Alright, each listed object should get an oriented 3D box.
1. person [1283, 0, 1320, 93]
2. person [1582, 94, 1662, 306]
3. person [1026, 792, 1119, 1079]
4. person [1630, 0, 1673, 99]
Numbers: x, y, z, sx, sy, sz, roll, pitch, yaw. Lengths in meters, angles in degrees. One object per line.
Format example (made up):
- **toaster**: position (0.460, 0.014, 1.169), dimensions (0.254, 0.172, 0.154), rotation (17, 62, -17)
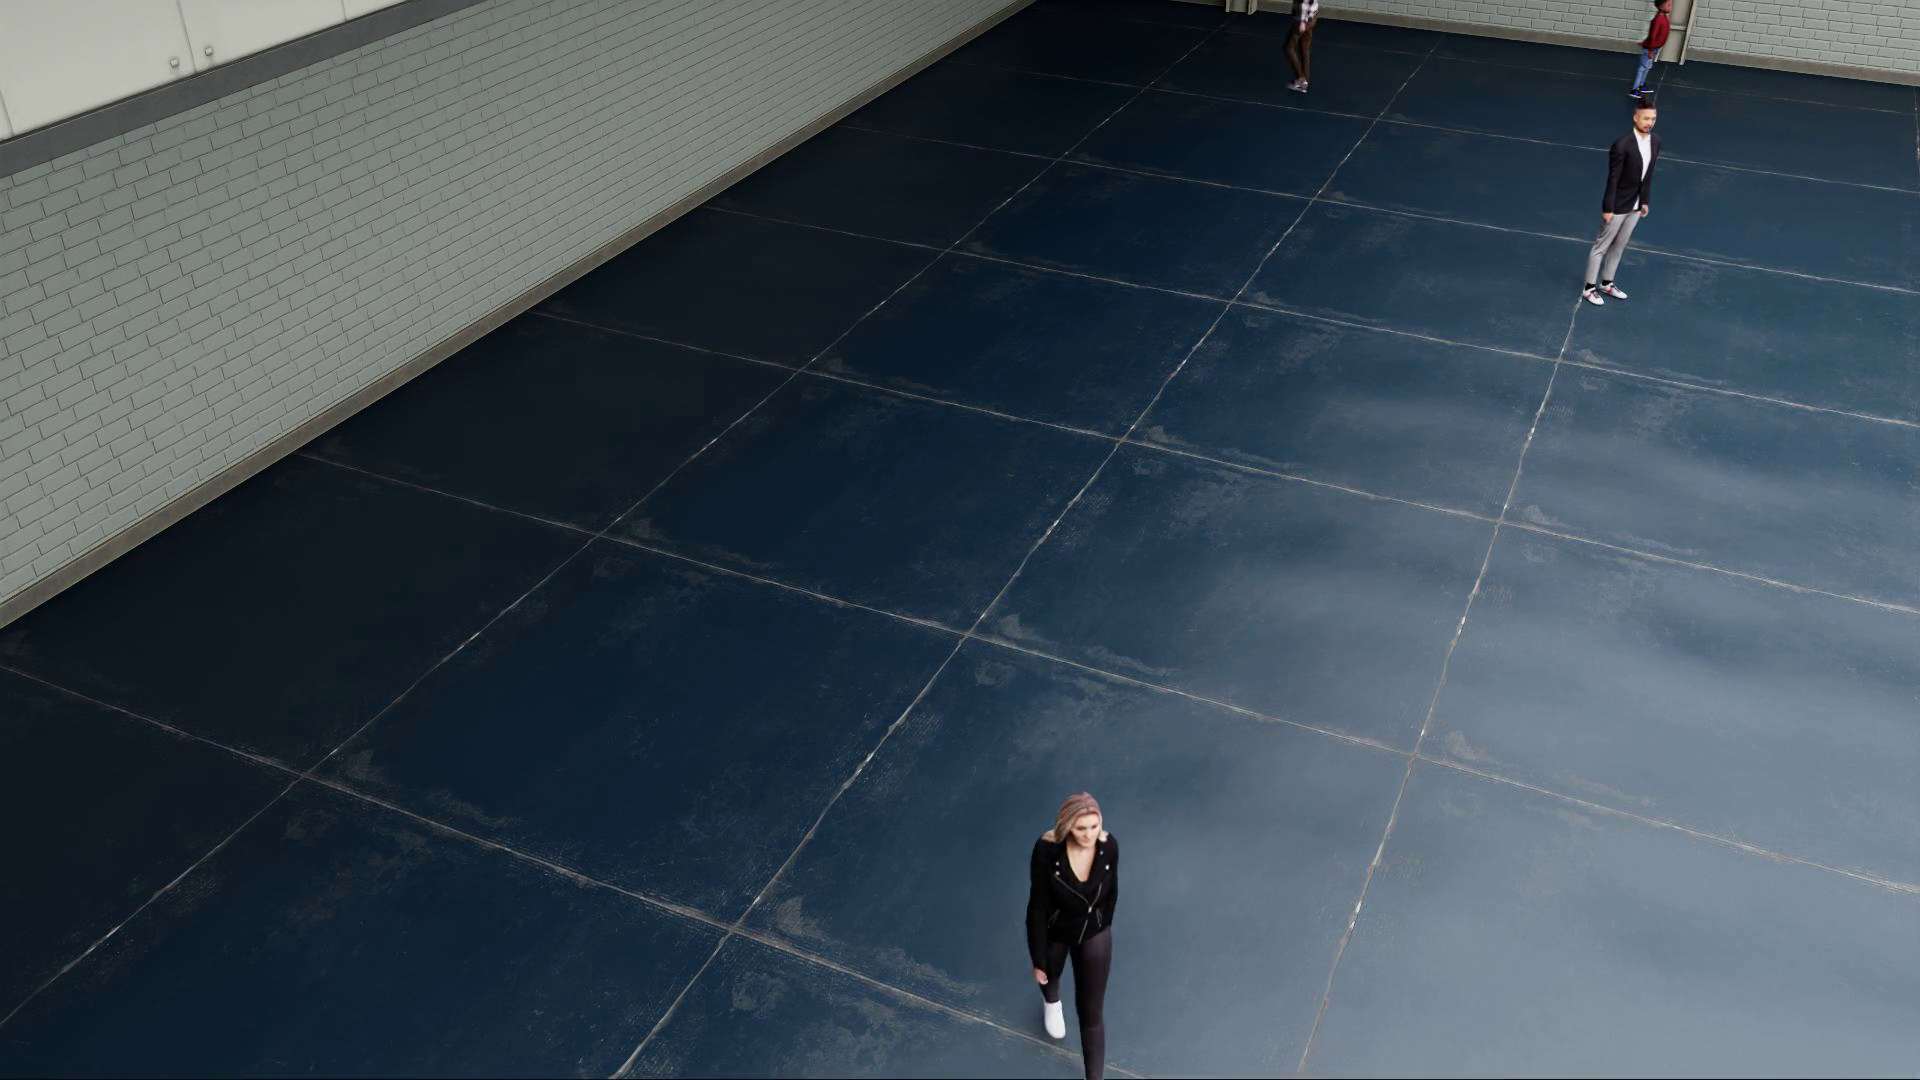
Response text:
- **person**: position (4.396, -6.510, 20.849), dimensions (0.600, 1.798, 0.669), rotation (17, 36, 25)
- **person**: position (6.144, -3.168, 15.401), dimensions (0.796, 1.958, 0.835), rotation (-14, 35, -20)
- **person**: position (0.485, 1.800, 7.823), dimensions (1.126, 1.642, 1.047), rotation (-4, 32, -6)
- **person**: position (8.685, -6.208, 20.885), dimensions (0.537, 1.250, 0.543), rotation (22, 38, 30)
